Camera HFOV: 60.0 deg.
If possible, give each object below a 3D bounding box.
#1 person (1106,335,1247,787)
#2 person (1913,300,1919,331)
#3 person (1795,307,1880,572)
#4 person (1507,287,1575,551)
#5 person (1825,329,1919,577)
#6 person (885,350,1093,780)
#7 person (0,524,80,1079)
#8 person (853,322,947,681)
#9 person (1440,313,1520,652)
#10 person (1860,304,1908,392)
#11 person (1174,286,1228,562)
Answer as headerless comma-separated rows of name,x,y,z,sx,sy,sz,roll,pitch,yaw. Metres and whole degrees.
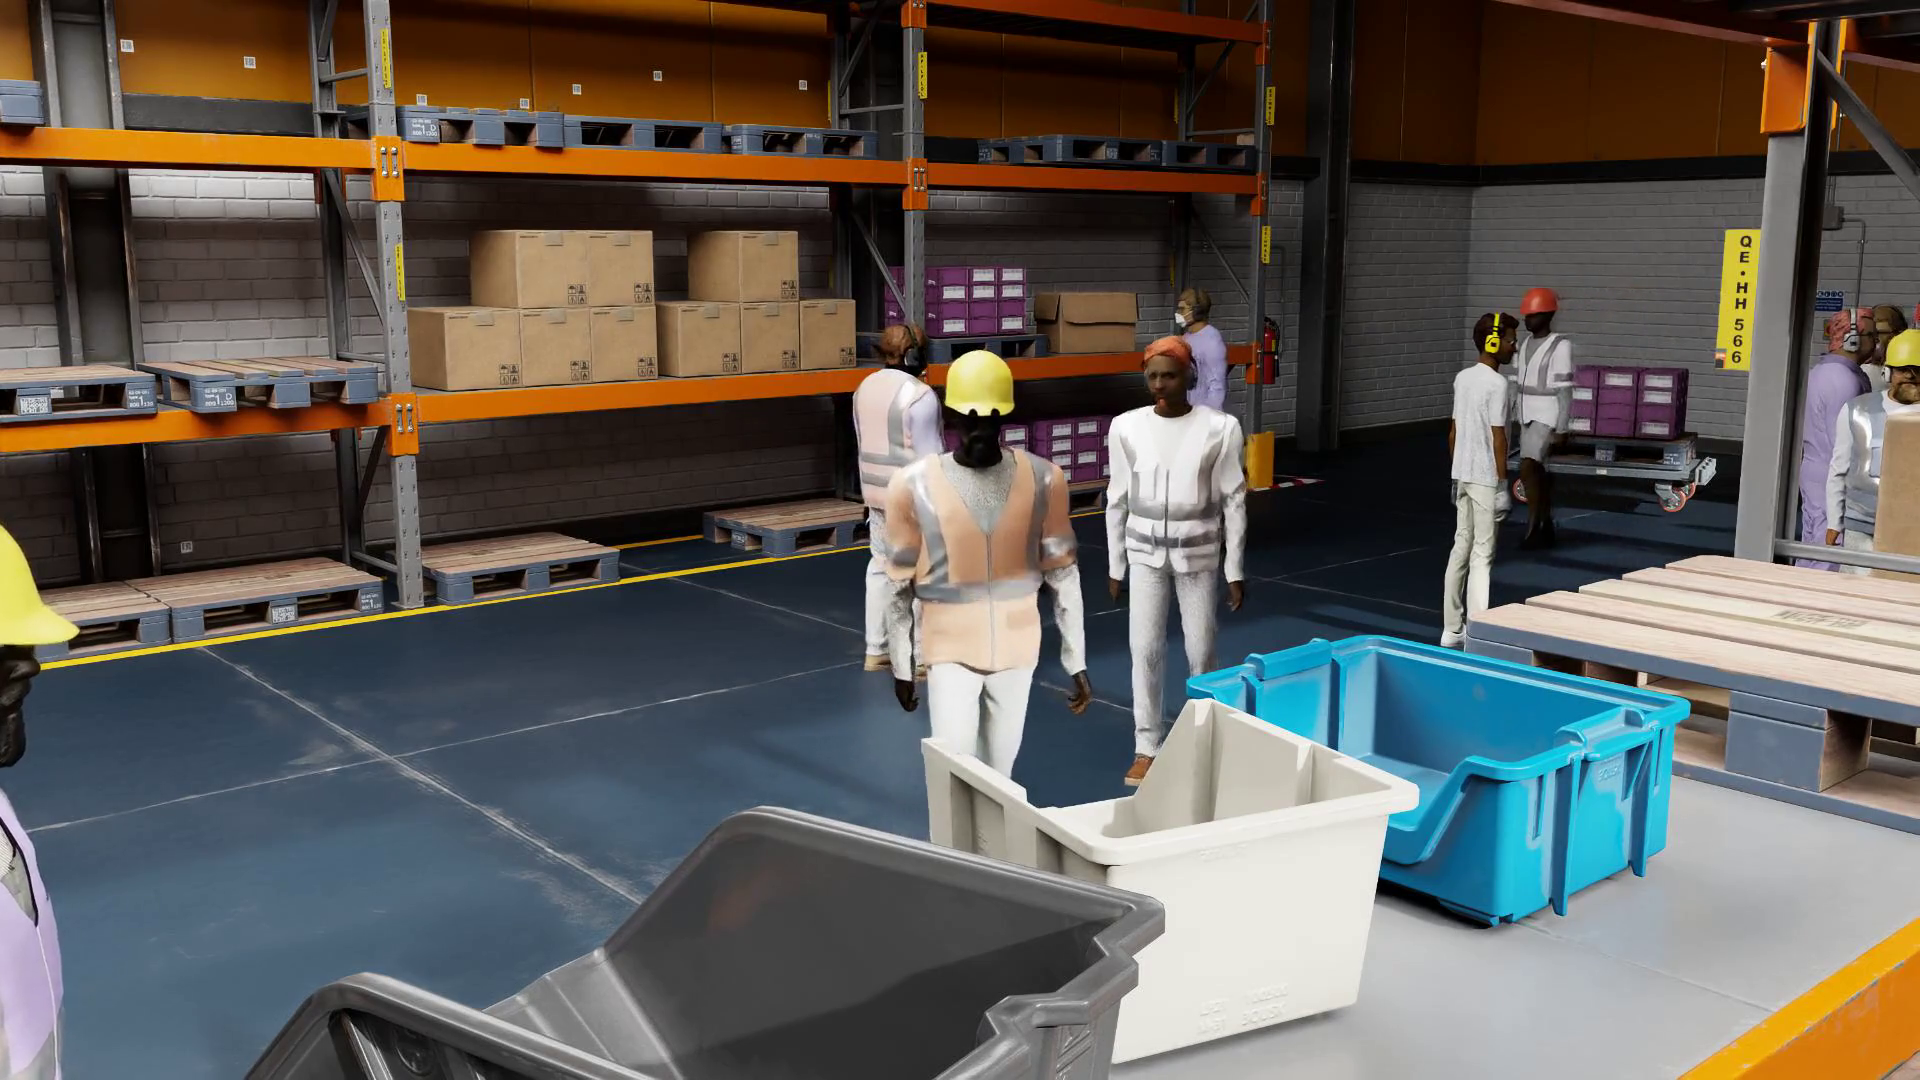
person,0.918,0.080,6.971,0.599,1.867,0.658,4,11,19
person,5.669,-0.473,9.750,0.615,1.974,0.450,6,12,32
person,4.573,-0.246,8.643,0.411,1.910,0.643,3,10,15
person,4.171,-0.878,12.176,0.641,1.914,0.557,-3,10,-15
person,4.451,-0.084,7.935,0.588,1.835,0.402,4,11,22
person,0.102,0.377,5.163,0.599,1.905,0.713,-3,10,-14
person,-1.313,0.898,2.200,0.394,1.919,0.589,-3,11,-18
person,-0.284,-0.193,8.552,0.429,1.841,0.631,-7,12,-36
person,2.852,-0.301,9.077,0.333,1.864,0.520,-2,10,-12
person,4.802,-0.286,8.854,0.755,1.918,0.650,-7,12,-34
person,1.667,-0.798,11.647,0.351,1.936,0.634,-2,10,-12
